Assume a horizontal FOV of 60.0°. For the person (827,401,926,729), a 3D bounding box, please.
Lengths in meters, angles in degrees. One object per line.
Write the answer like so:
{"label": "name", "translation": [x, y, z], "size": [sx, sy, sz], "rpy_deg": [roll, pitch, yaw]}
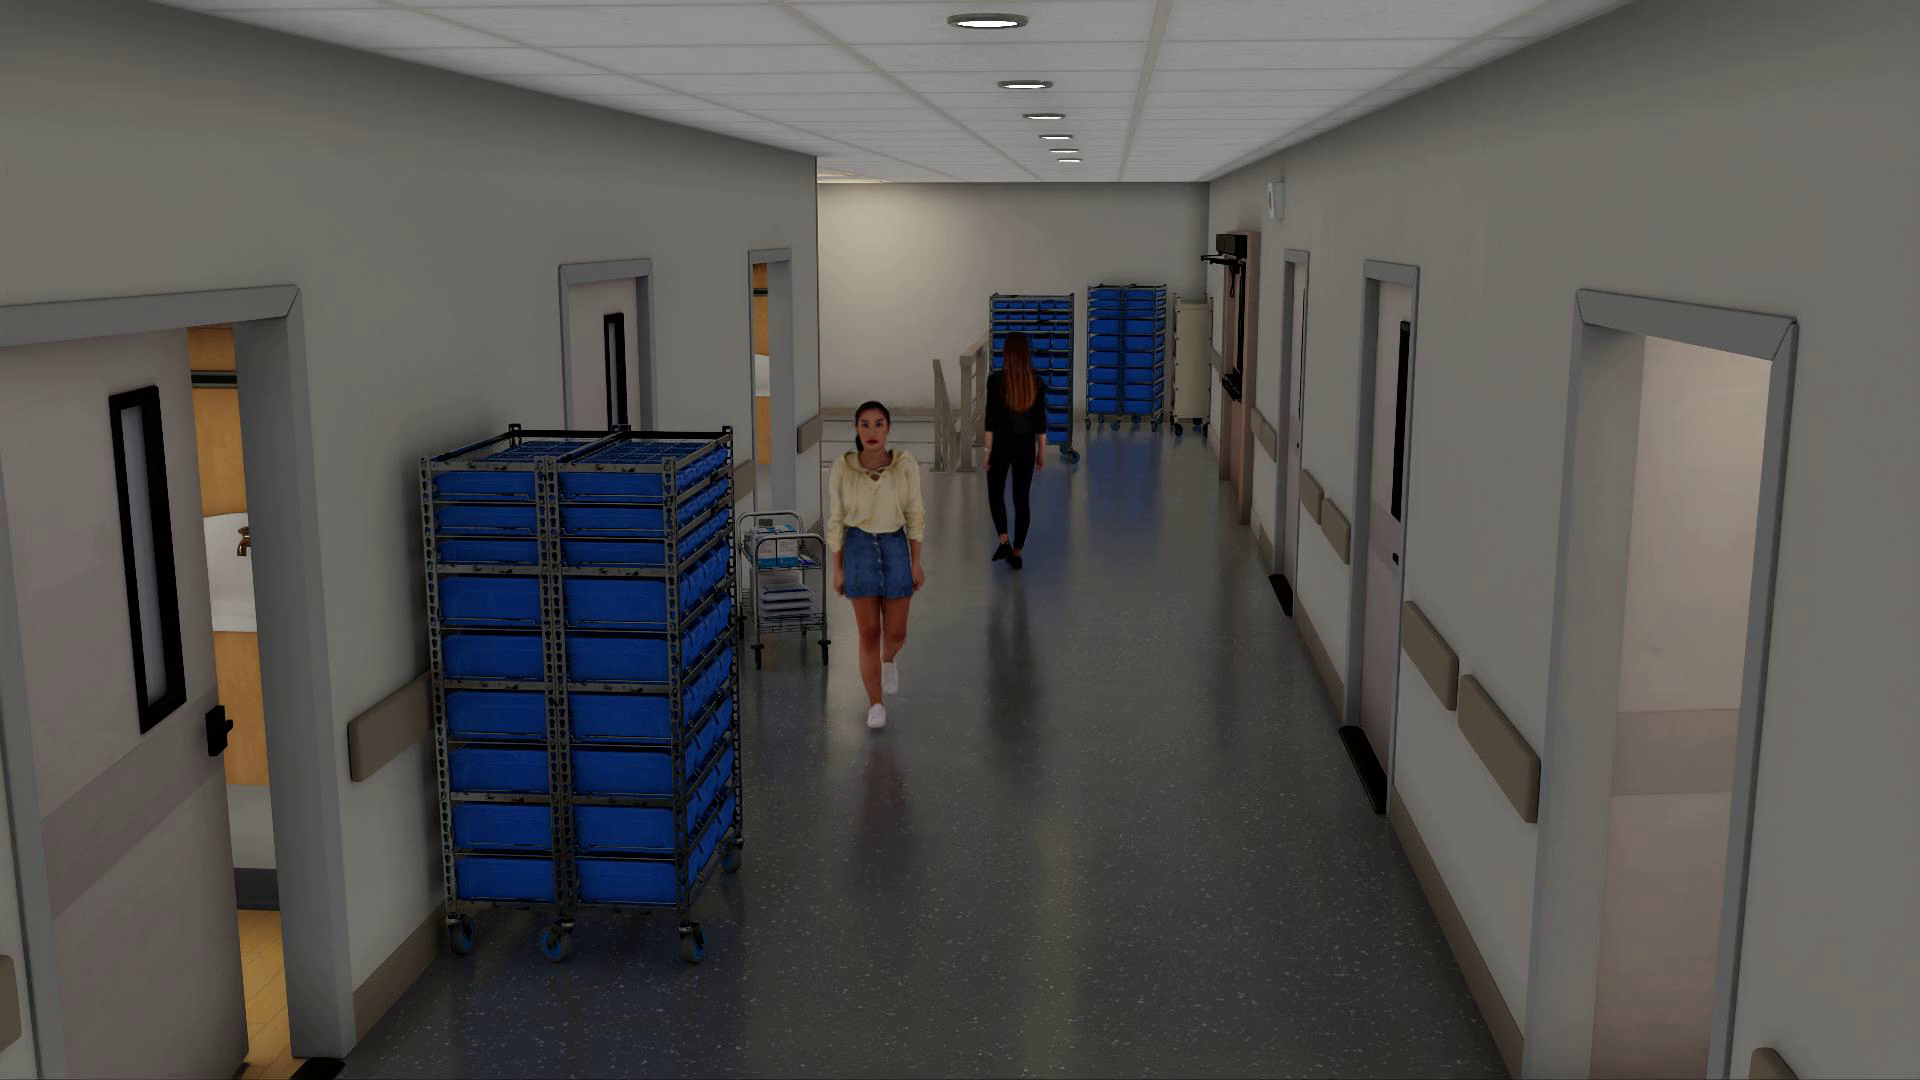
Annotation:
{"label": "person", "translation": [-0.411, 0.108, 8.316], "size": [0.695, 1.624, 0.839], "rpy_deg": [0, 11, -2]}

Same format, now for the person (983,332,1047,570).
{"label": "person", "translation": [0.400, -0.629, 11.974], "size": [0.675, 1.708, 0.643], "rpy_deg": [-2, 11, -9]}
